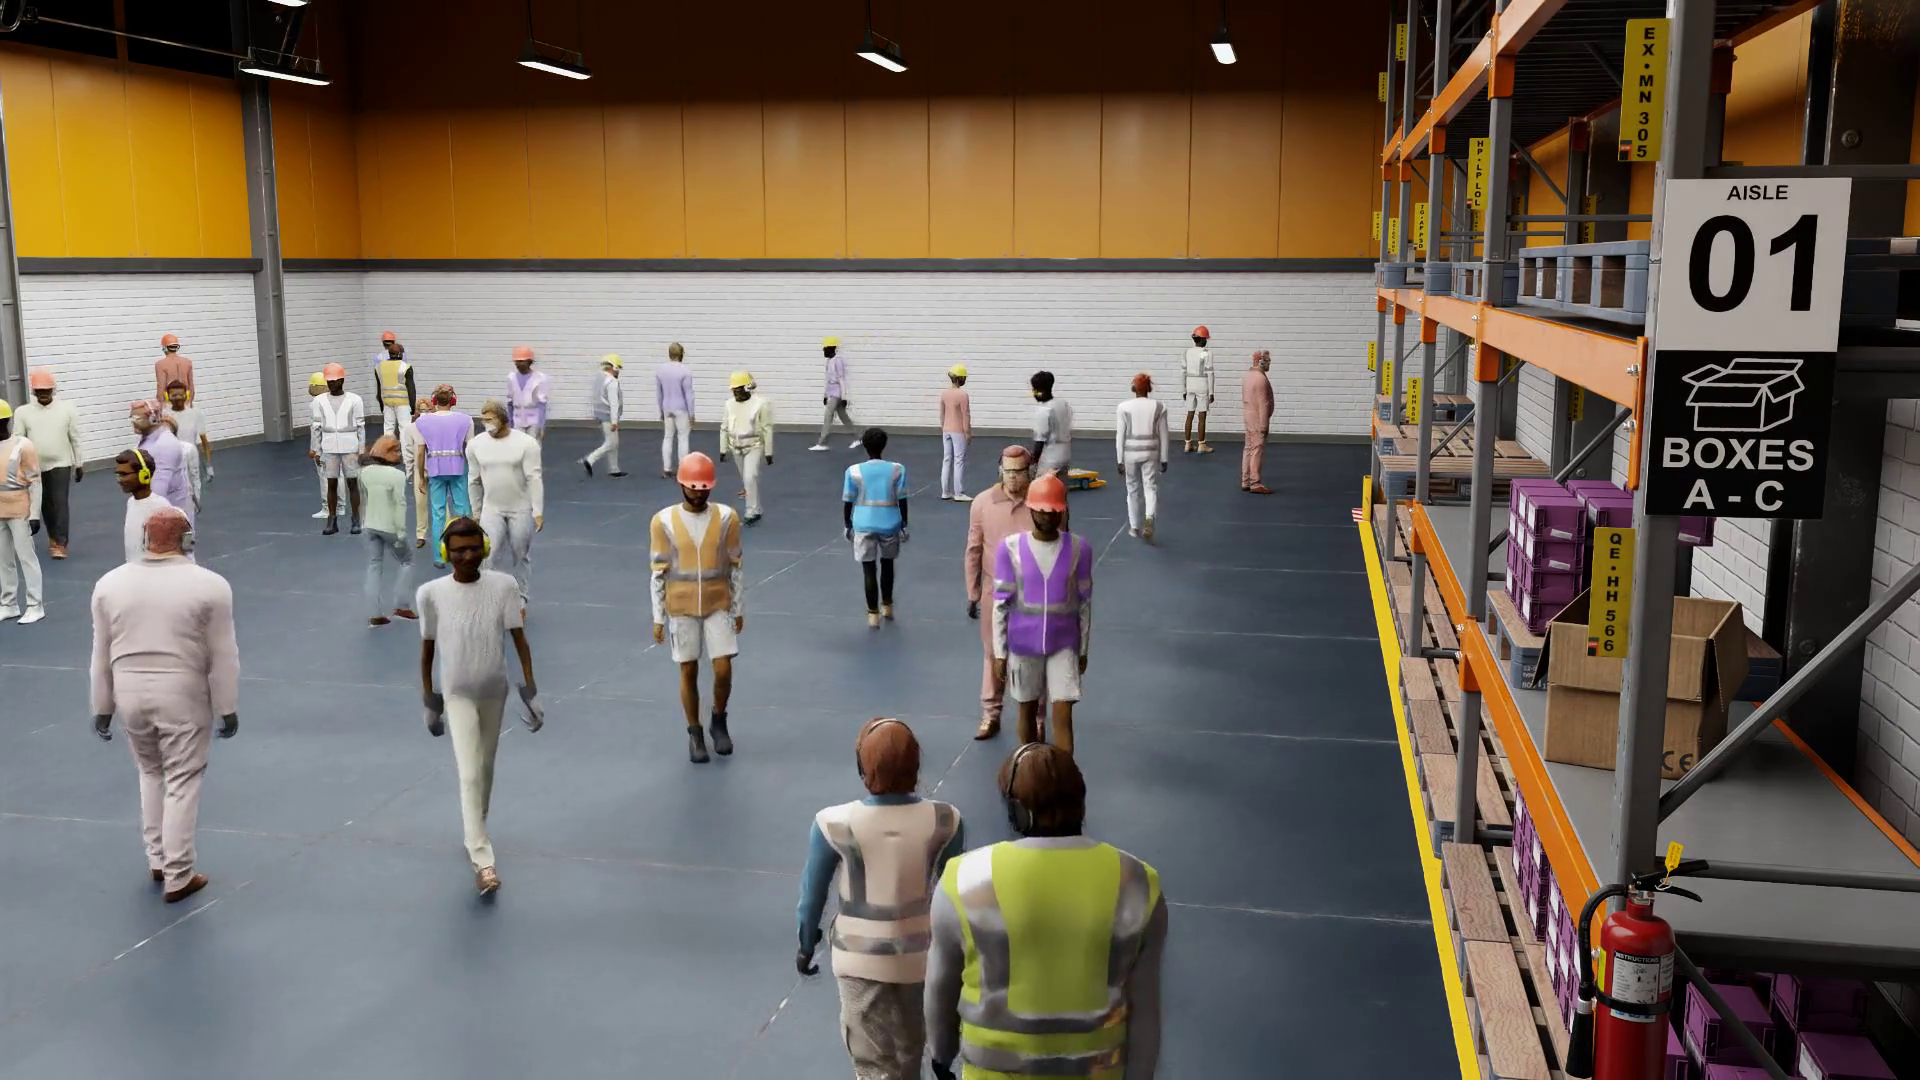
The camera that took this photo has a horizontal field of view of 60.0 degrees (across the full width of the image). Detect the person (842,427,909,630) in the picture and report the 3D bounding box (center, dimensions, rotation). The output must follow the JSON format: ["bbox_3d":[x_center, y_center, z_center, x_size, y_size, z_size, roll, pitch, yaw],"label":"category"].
[{"bbox_3d":[-0.720,-0.119,14.004,0.557,1.668,0.709,-2,10,-9],"label":"person"}]

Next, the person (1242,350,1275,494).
[{"bbox_3d":[3.971,-1.569,22.074,0.403,1.906,0.652,-2,10,-10],"label":"person"}]

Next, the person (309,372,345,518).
[{"bbox_3d":[-7.632,-1.137,19.960,0.296,1.745,0.485,3,10,17],"label":"person"}]

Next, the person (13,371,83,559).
[{"bbox_3d":[-9.521,-0.803,17.379,0.620,1.947,1.047,-3,10,-19],"label":"person"}]

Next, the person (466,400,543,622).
[{"bbox_3d":[-3.790,-0.208,13.849,0.652,1.907,0.799,-1,9,-5],"label":"person"}]

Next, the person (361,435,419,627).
[{"bbox_3d":[-4.807,-0.082,14.010,0.518,1.610,0.554,3,10,20],"label":"person"}]

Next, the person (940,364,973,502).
[{"bbox_3d":[-0.035,-1.375,21.330,0.330,1.765,0.533,-8,12,-39],"label":"person"}]

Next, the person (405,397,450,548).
[{"bbox_3d":[-5.661,-0.711,17.758,0.506,1.628,0.287,0,9,2],"label":"person"}]

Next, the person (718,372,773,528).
[{"bbox_3d":[-2.508,-1.039,19.231,0.604,1.783,0.832,4,10,25],"label":"person"}]

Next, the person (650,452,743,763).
[{"bbox_3d":[-1.587,0.417,10.076,0.559,1.917,0.450,-2,10,-13],"label":"person"}]

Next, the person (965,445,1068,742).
[{"bbox_3d":[0.349,0.344,10.555,0.651,1.904,0.403,2,10,11],"label":"person"}]

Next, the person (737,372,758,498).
[{"bbox_3d":[-2.778,-1.366,21.671,0.279,1.633,0.501,-2,10,-11],"label":"person"}]

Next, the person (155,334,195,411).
[{"bbox_3d":[-11.728,-2.074,24.847,0.379,1.995,0.610,5,11,28],"label":"person"}]

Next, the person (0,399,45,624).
[{"bbox_3d":[-8.031,-0.242,14.020,0.594,1.922,0.385,2,10,14],"label":"person"}]

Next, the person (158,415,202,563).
[{"bbox_3d":[-7.374,-0.353,15.553,0.523,1.636,0.310,-5,11,-28],"label":"person"}]

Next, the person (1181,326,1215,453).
[{"bbox_3d":[3.853,-2.421,26.792,0.614,2.041,0.390,9,13,44],"label":"person"}]

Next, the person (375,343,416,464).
[{"bbox_3d":[-8.551,-2.068,25.301,0.627,1.837,0.429,2,10,11],"label":"person"}]

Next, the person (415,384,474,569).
[{"bbox_3d":[-5.114,-0.629,16.588,0.566,1.844,0.381,-2,10,-15],"label":"person"}]

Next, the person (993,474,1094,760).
[{"bbox_3d":[0.460,0.594,9.085,0.558,1.890,0.976,0,9,0],"label":"person"}]

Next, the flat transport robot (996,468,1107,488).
[{"bbox_3d":[1.235,-0.803,22.372,1.431,0.197,0.652,-7,12,-38],"label":"flat transport robot"}]

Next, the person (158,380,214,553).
[{"bbox_3d":[-8.213,-0.782,17.610,0.542,1.814,0.973,-6,11,-31],"label":"person"}]

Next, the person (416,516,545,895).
[{"bbox_3d":[-2.357,0.780,8.185,0.538,1.818,0.971,-5,11,-29],"label":"person"}]

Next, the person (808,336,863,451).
[{"bbox_3d":[-1.993,-2.405,27.210,0.985,1.881,0.603,-3,10,-20],"label":"person"}]

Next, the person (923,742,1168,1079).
[{"bbox_3d":[0.222,1.426,4.393,0.618,1.796,0.911,-1,9,-7],"label":"person"}]

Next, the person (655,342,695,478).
[{"bbox_3d":[-4.010,-1.830,23.552,0.634,1.939,0.357,5,11,28],"label":"person"}]

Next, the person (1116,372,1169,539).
[{"bbox_3d":[2.007,-0.914,18.288,0.579,1.861,0.780,0,9,0],"label":"person"}]

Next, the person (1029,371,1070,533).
[{"bbox_3d":[0.974,-0.823,17.526,0.373,1.932,0.689,5,11,28],"label":"person"}]

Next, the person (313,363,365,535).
[{"bbox_3d":[-6.959,-1.017,18.655,0.551,1.935,0.371,-1,10,-9],"label":"person"}]

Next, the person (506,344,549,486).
[{"bbox_3d":[-5.541,-1.494,21.291,0.604,2.018,0.483,2,10,12],"label":"person"}]

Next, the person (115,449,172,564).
[{"bbox_3d":[-5.214,0.336,10.721,0.535,1.864,0.309,7,12,37],"label":"person"}]

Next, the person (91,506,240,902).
[{"bbox_3d":[-3.814,0.780,8.053,0.665,1.872,0.616,0,9,-2],"label":"person"}]

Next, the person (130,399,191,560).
[{"bbox_3d":[-6.942,-0.273,14.347,0.658,1.878,0.613,7,12,38],"label":"person"}]

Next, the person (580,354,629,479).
[{"bbox_3d":[-5.002,-1.716,23.321,0.671,1.783,0.643,-6,11,-33],"label":"person"}]

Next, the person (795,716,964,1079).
[{"bbox_3d":[-0.260,1.354,5.409,0.527,1.591,0.873,-3,10,-17],"label":"person"}]

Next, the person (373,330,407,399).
[{"bbox_3d":[-9.526,-2.550,27.897,0.552,1.934,0.371,-4,10,-22],"label":"person"}]
